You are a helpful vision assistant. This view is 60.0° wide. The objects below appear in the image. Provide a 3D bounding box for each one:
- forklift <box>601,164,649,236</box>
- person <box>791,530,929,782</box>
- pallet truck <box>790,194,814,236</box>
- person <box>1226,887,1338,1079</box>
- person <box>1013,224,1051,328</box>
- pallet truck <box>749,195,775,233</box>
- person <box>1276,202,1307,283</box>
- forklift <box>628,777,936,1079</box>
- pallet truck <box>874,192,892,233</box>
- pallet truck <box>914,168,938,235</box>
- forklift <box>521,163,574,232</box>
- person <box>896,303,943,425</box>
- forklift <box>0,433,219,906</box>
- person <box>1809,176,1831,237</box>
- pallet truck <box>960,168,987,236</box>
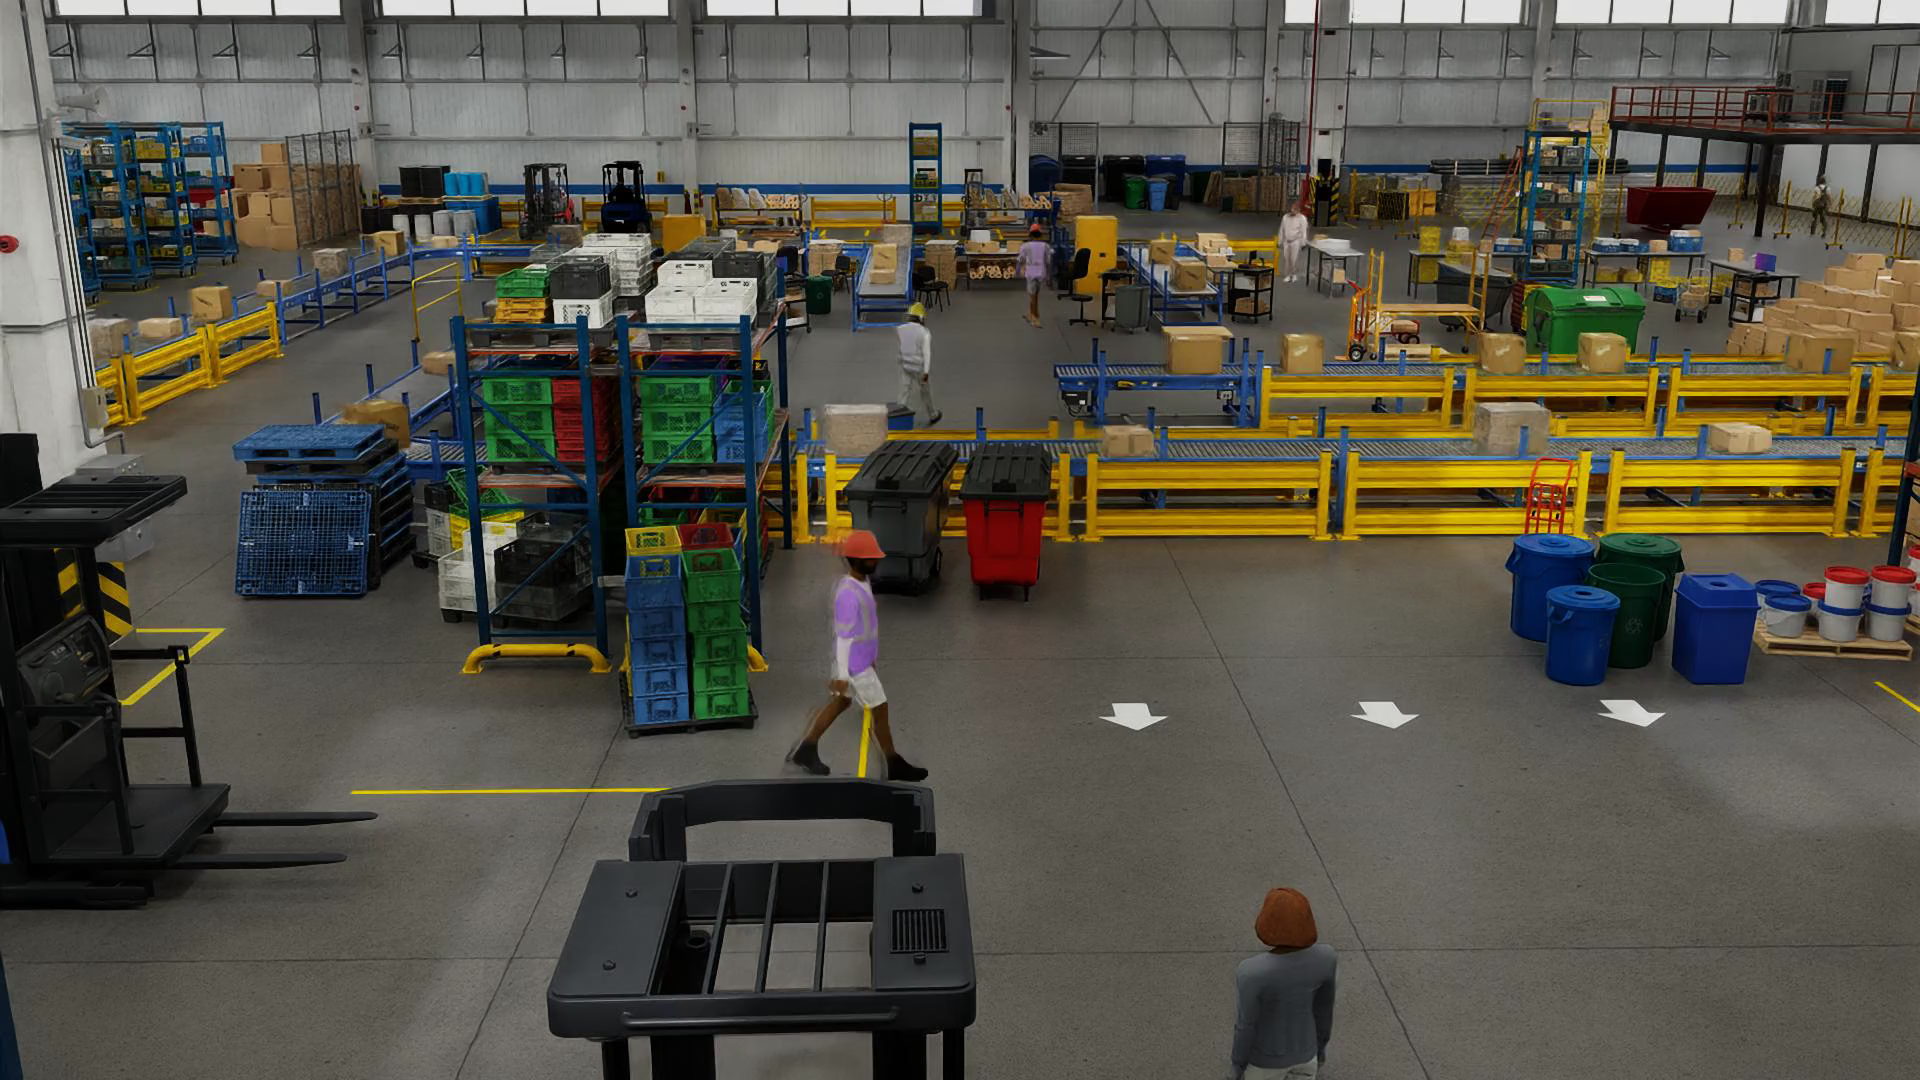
[{"bbox_3d":[-9.948,-10.127,49.296,1.157,1.987,2.680,-1,16,-3],"label":"forklift"},{"bbox_3d":[-0.767,0.833,11.946,1.006,1.894,0.554,1,16,3],"label":"person"},{"bbox_3d":[-4.814,-9.883,50.259,0.704,1.261,1.522,-1,16,-3],"label":"pallet truck"},{"bbox_3d":[1.413,2.284,7.353,0.507,1.635,0.272,-6,17,-21],"label":"person"},{"bbox_3d":[1.421,-5.222,32.822,0.631,1.982,1.053,-7,17,-22],"label":"person"},{"bbox_3d":[-6.051,-9.967,50.660,0.680,1.201,1.601,0,16,-1],"label":"pallet truck"},{"bbox_3d":[7.824,-7.023,39.263,0.661,1.883,0.475,14,21,39],"label":"person"},{"bbox_3d":[-0.542,2.165,5.552,1.129,2.768,1.873,-1,16,-2],"label":"forklift"},{"bbox_3d":[-2.277,-9.986,50.594,0.653,1.274,1.630,0,16,-1],"label":"pallet truck"},{"bbox_3d":[-0.989,-10.316,50.507,0.823,1.965,1.885,1,16,3],"label":"pallet truck"},{"bbox_3d":[-12.233,-10.122,49.298,1.157,1.987,2.680,0,16,-1],"label":"forklift"},{"bbox_3d":[-0.605,-2.464,23.578,0.605,1.783,0.903,9,18,28],"label":"person"},{"bbox_3d":[-5.952,0.780,10.366,1.873,2.768,1.129,0,16,-1],"label":"forklift"},{"bbox_3d":[25.505,-9.855,49.253,0.524,1.817,0.729,2,16,6],"label":"person"},{"bbox_3d":[0.383,-10.230,50.206,0.823,1.965,1.885,-1,16,-3],"label":"pallet truck"}]
